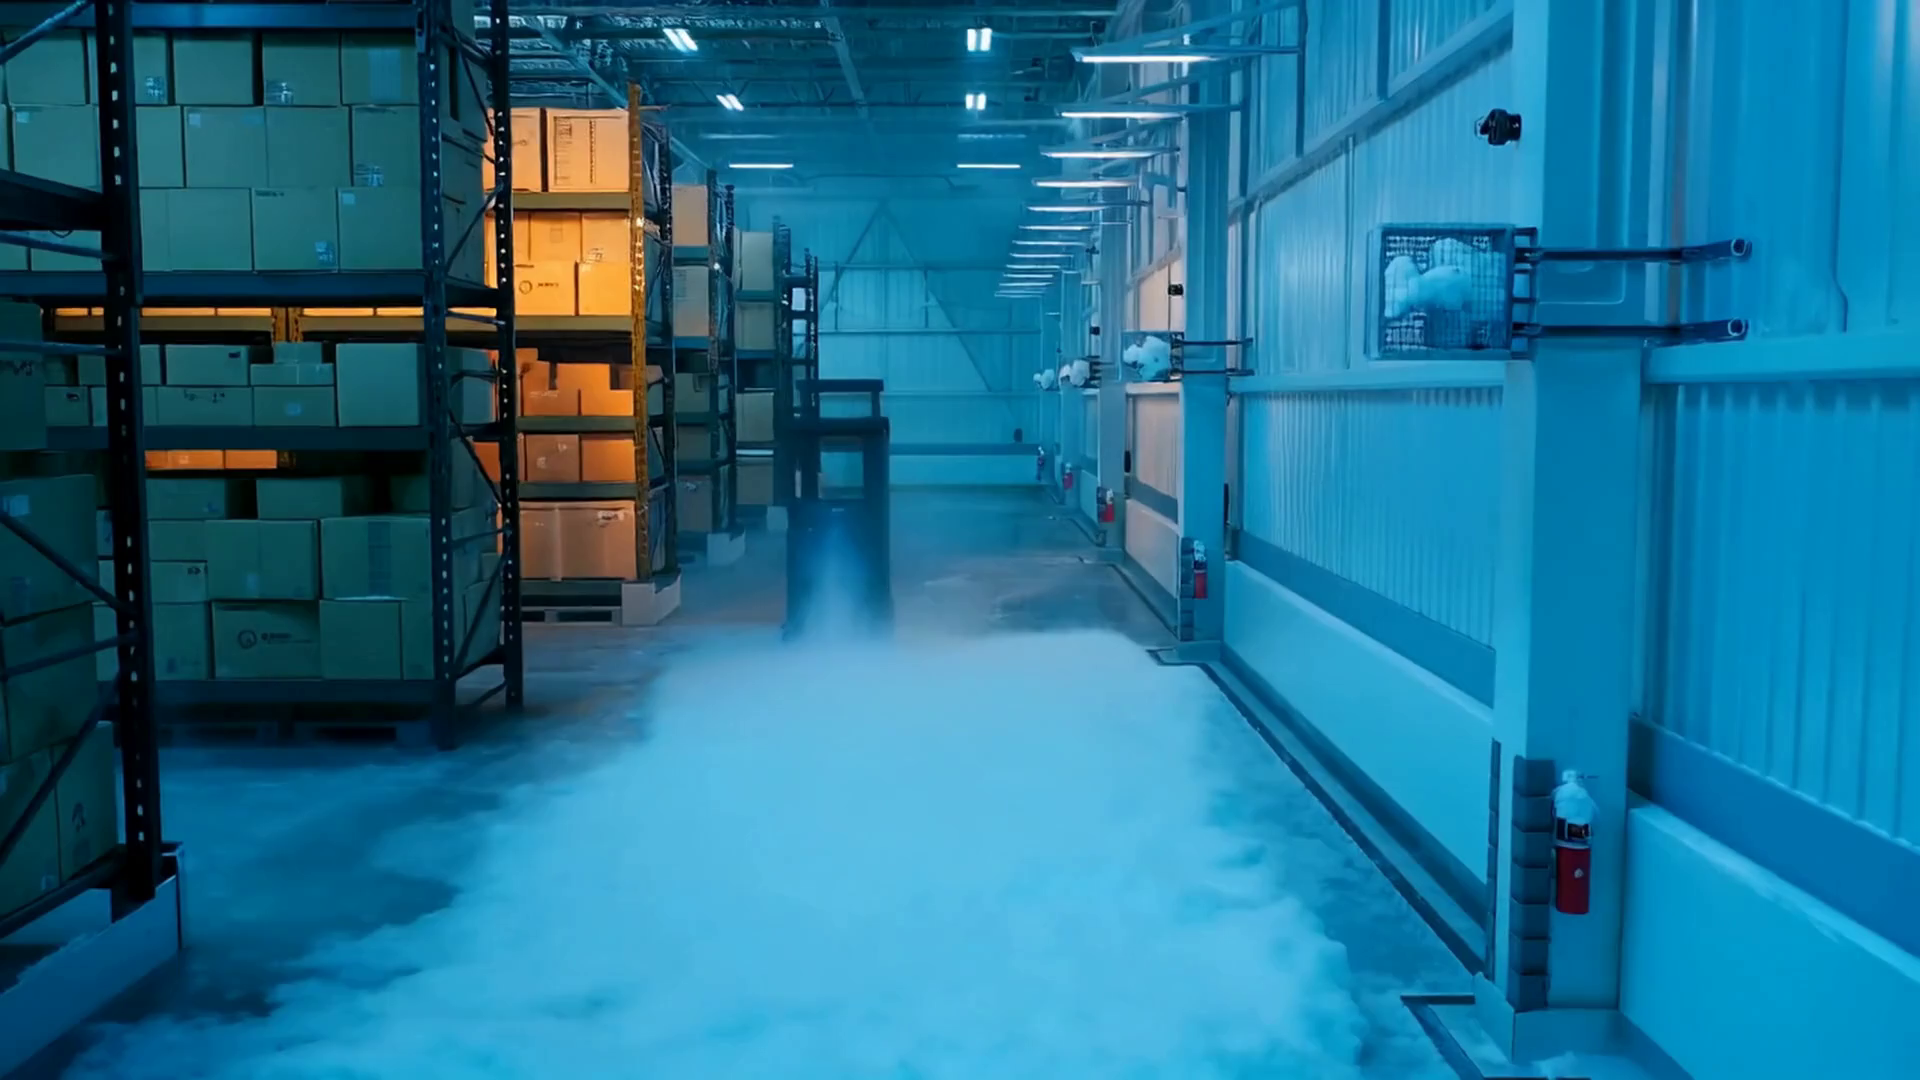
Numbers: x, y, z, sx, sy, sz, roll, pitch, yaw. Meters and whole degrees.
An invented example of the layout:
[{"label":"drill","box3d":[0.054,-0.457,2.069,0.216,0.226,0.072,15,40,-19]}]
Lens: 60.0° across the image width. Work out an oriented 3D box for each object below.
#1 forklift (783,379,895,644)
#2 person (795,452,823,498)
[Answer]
[{"label":"forklift","box3d":[-1.296,-0.366,18.179,1.129,2.768,1.873,0,5,0]},{"label":"person","box3d":[-2.547,-0.598,27.571,0.578,1.712,0.494,-2,5,-20]}]
